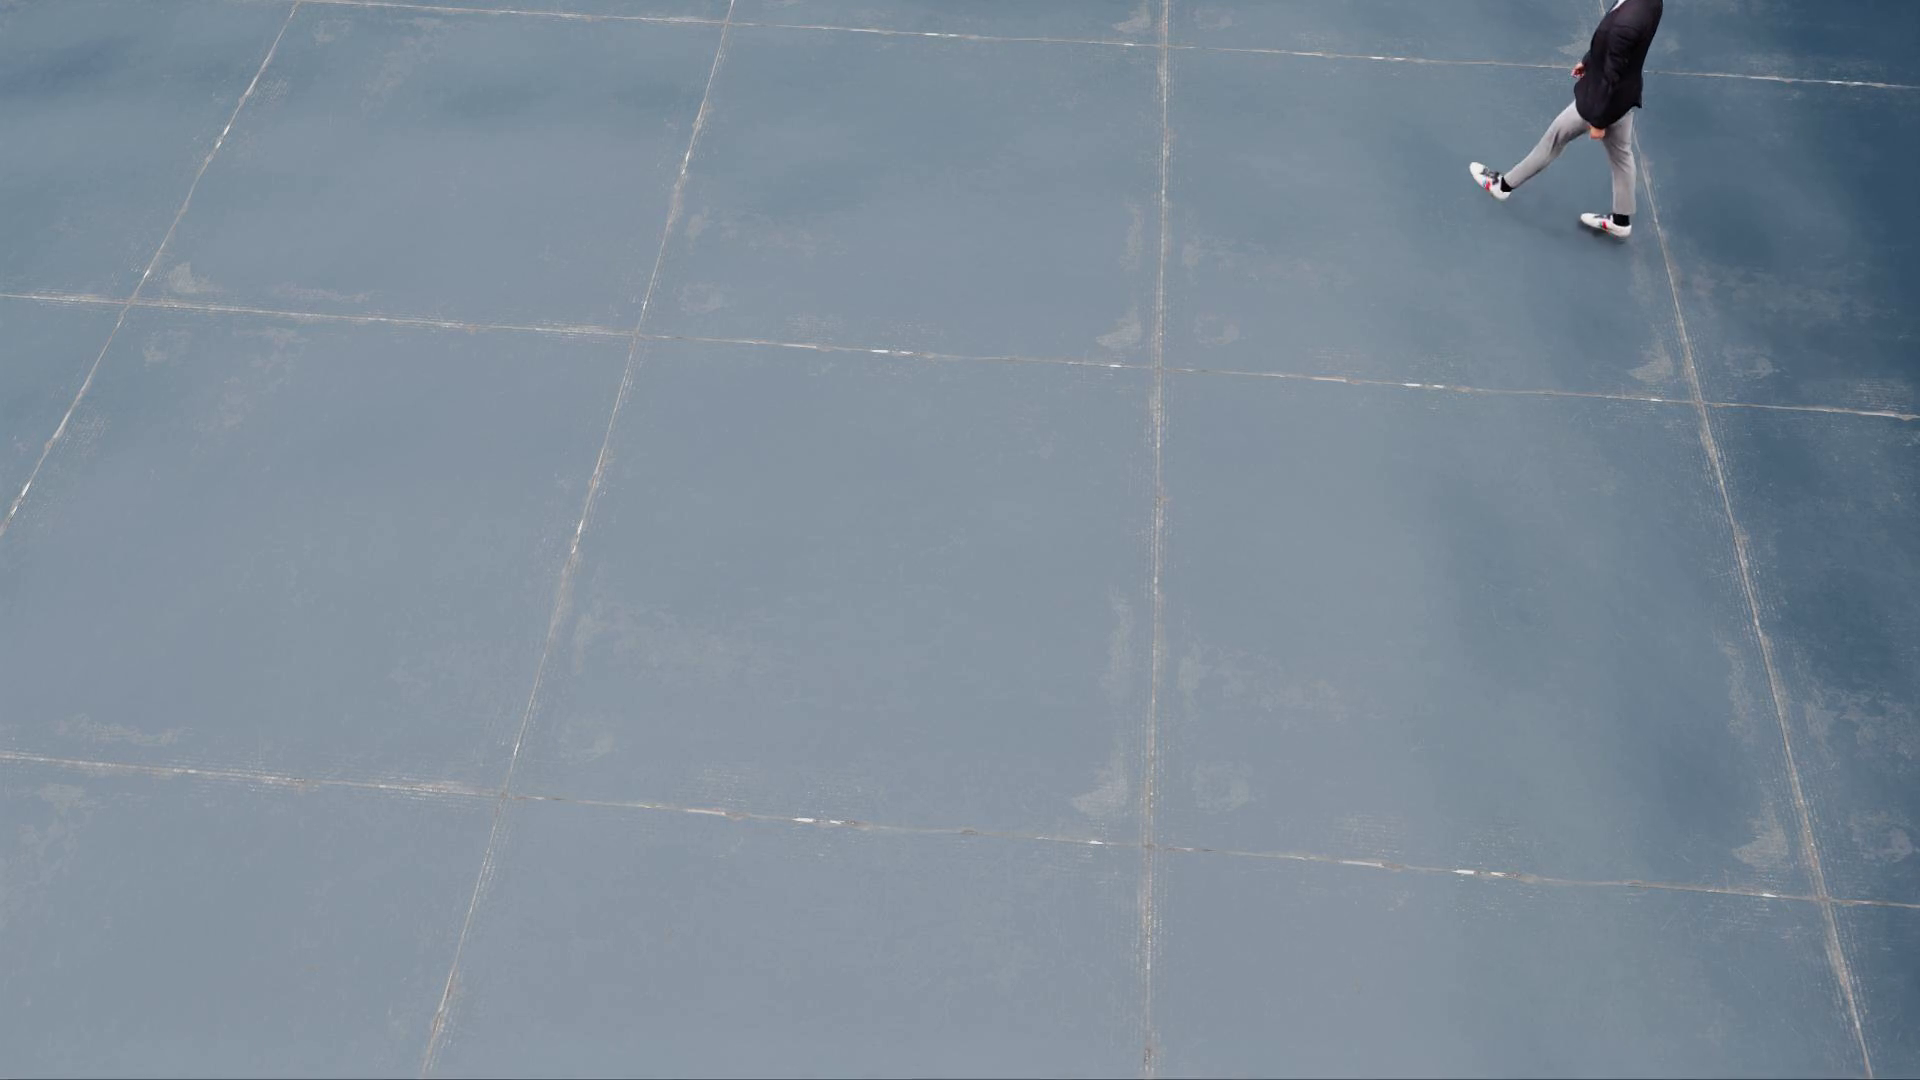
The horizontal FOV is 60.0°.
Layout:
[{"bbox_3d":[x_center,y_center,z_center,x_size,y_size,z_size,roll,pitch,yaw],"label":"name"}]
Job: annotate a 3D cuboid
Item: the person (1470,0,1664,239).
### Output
[{"bbox_3d":[3.743,-2.481,9.358,1.354,1.893,1.123,29,57,20],"label":"person"}]
